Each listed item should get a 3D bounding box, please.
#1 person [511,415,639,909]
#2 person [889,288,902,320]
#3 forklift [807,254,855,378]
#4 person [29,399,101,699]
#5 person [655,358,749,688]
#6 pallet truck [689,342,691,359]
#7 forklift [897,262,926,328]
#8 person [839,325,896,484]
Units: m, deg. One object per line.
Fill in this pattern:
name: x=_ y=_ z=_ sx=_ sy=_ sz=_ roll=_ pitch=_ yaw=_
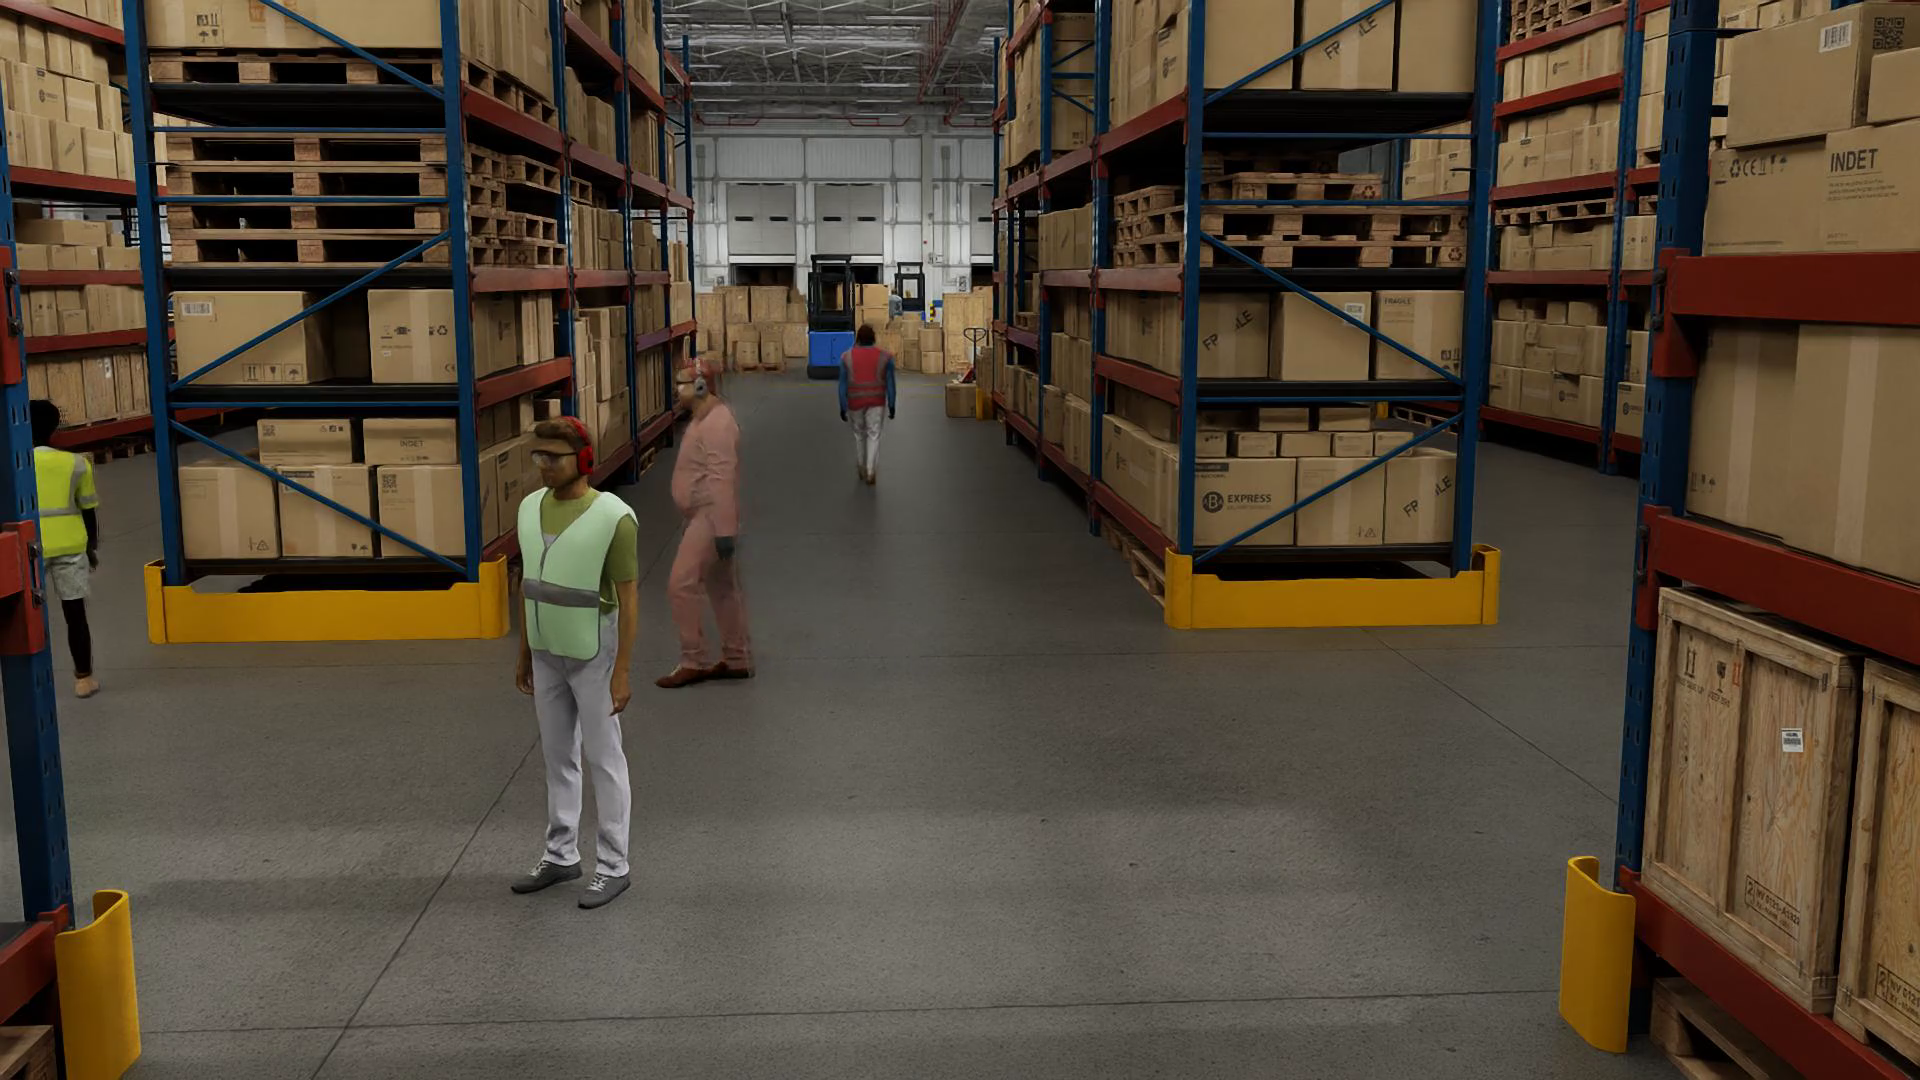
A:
person: x=-1.436 y=0.445 z=6.265 sx=0.563 sy=1.848 sz=0.389 roll=5 pitch=11 yaw=31
person: x=-2.301 y=-7.827 z=57.974 sx=0.634 sy=1.929 sz=0.381 roll=3 pitch=10 yaw=20
forklift: x=-2.938 y=-5.135 z=38.075 sx=1.129 sy=2.768 sz=1.873 roll=-1 pitch=9 yaw=-4
person: x=-5.045 y=0.064 z=9.189 sx=0.376 sy=1.681 sz=0.546 roll=8 pitch=12 yaw=41
person: x=-1.539 y=-0.092 z=9.516 sx=0.706 sy=1.881 sz=0.684 roll=-2 pitch=9 yaw=-14
pallet truck: x=-5.225 y=-3.008 z=27.480 sx=1.885 sy=1.965 sz=0.823 roll=2 pitch=9 yaw=14
forklift: x=-1.780 y=-8.547 z=59.499 sx=1.129 sy=2.768 sz=1.873 roll=-1 pitch=9 yaw=-4
person: x=-1.051 y=-1.542 z=18.889 sx=0.634 sy=1.809 sz=0.922 roll=0 pitch=9 yaw=1
